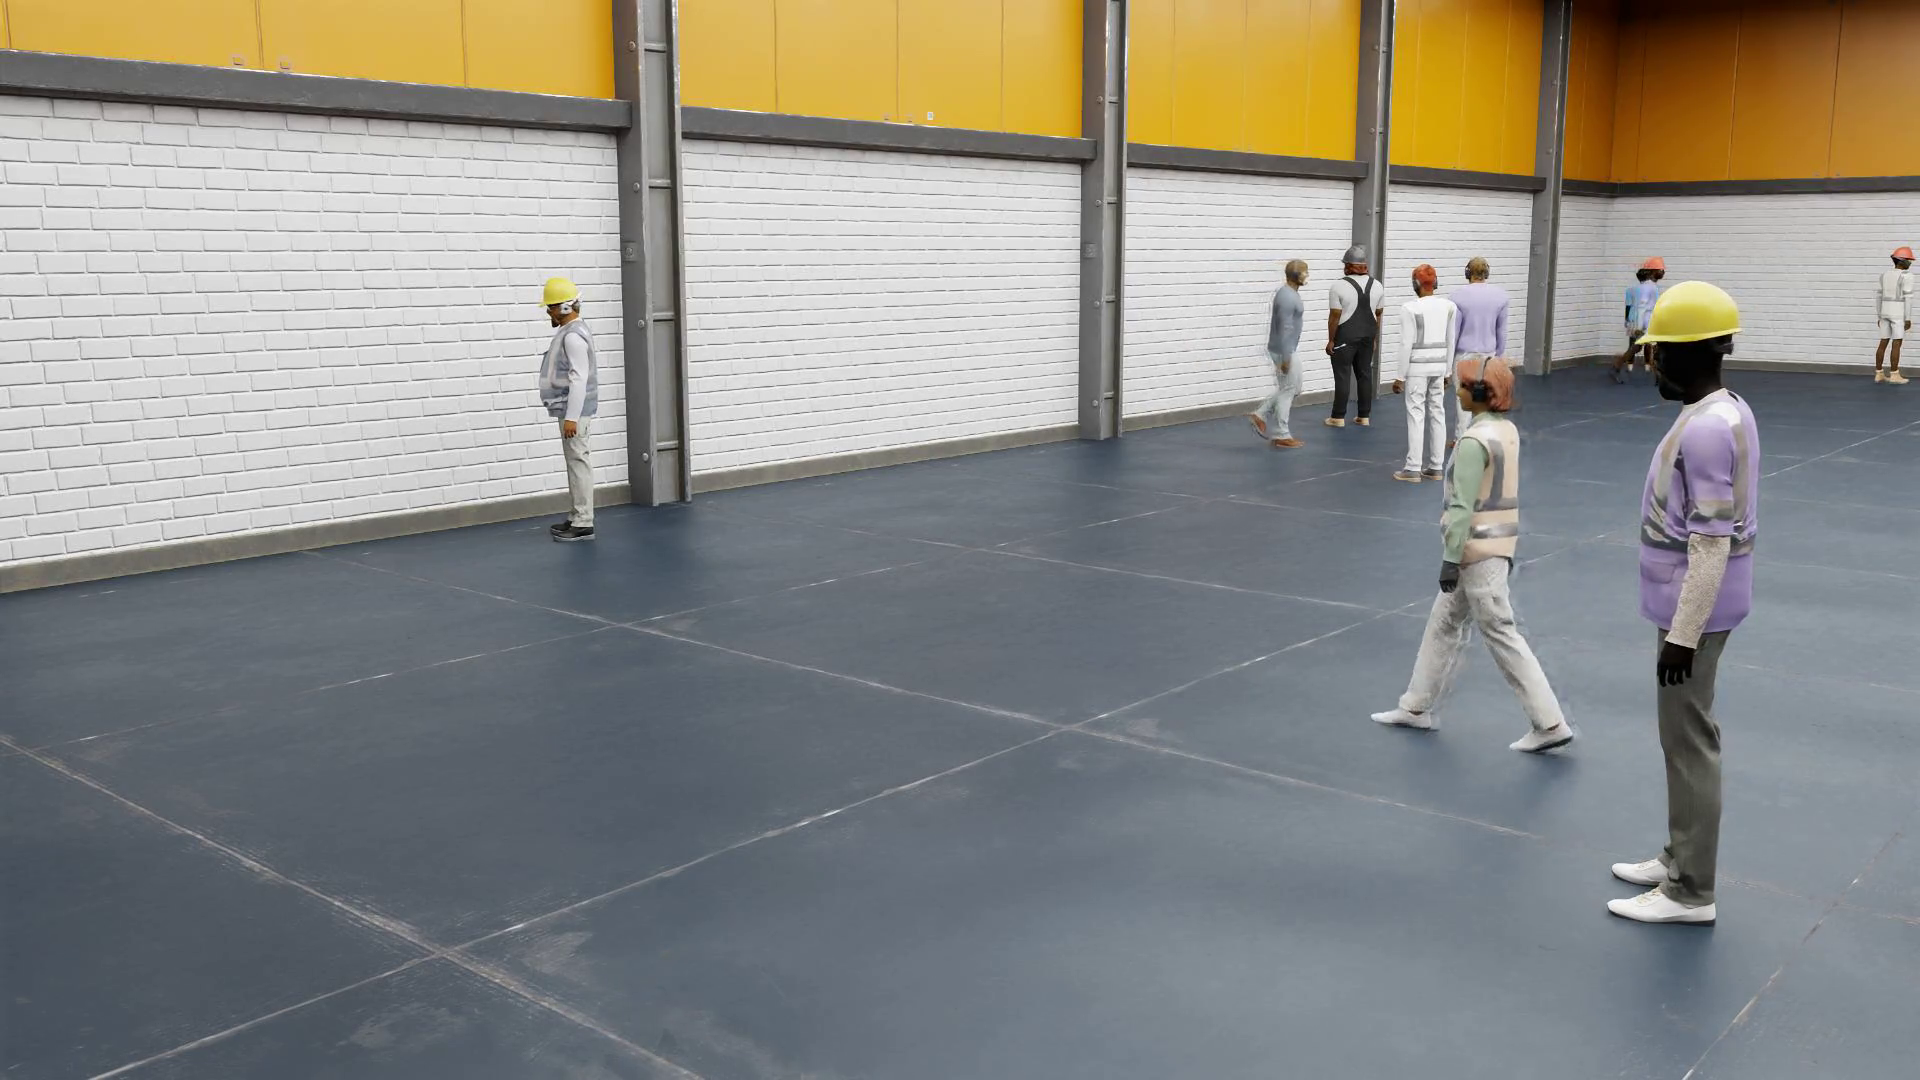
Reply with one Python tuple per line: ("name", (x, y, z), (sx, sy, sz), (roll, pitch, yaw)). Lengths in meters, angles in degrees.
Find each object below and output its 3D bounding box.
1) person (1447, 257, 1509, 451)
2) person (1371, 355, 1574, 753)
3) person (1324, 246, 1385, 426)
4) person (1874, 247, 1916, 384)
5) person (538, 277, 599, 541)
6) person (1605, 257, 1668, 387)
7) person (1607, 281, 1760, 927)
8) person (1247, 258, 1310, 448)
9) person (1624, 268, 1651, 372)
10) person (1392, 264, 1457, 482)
("person", (5.109, -1.833, 16.513), (0.635, 1.936, 0.354), (-1, 10, -7))
("person", (2.125, 0.052, 6.739), (0.839, 1.599, 0.525), (6, 12, 30))
("person", (4.443, -2.316, 18.968), (0.682, 2.000, 0.537), (-4, 11, -20))
("person", (13.986, -3.351, 24.865), (0.394, 2.040, 0.609), (-3, 10, -15))
("person", (-2.714, -0.905, 11.554), (0.403, 1.823, 0.588), (-3, 10, -15))
("person", (10.034, -3.200, 24.431), (0.986, 1.907, 0.540), (5, 11, 28))
("person", (2.169, 0.196, 4.993), (0.371, 1.923, 0.595), (5, 11, 25))
("person", (3.257, -1.888, 16.861), (0.519, 1.925, 0.643), (3, 10, 15))
("person", (11.158, -3.597, 27.252), (0.531, 1.692, 0.320), (3, 10, 18))
("person", (4.027, -1.444, 14.443), (0.572, 1.887, 0.353), (-4, 11, -22))
